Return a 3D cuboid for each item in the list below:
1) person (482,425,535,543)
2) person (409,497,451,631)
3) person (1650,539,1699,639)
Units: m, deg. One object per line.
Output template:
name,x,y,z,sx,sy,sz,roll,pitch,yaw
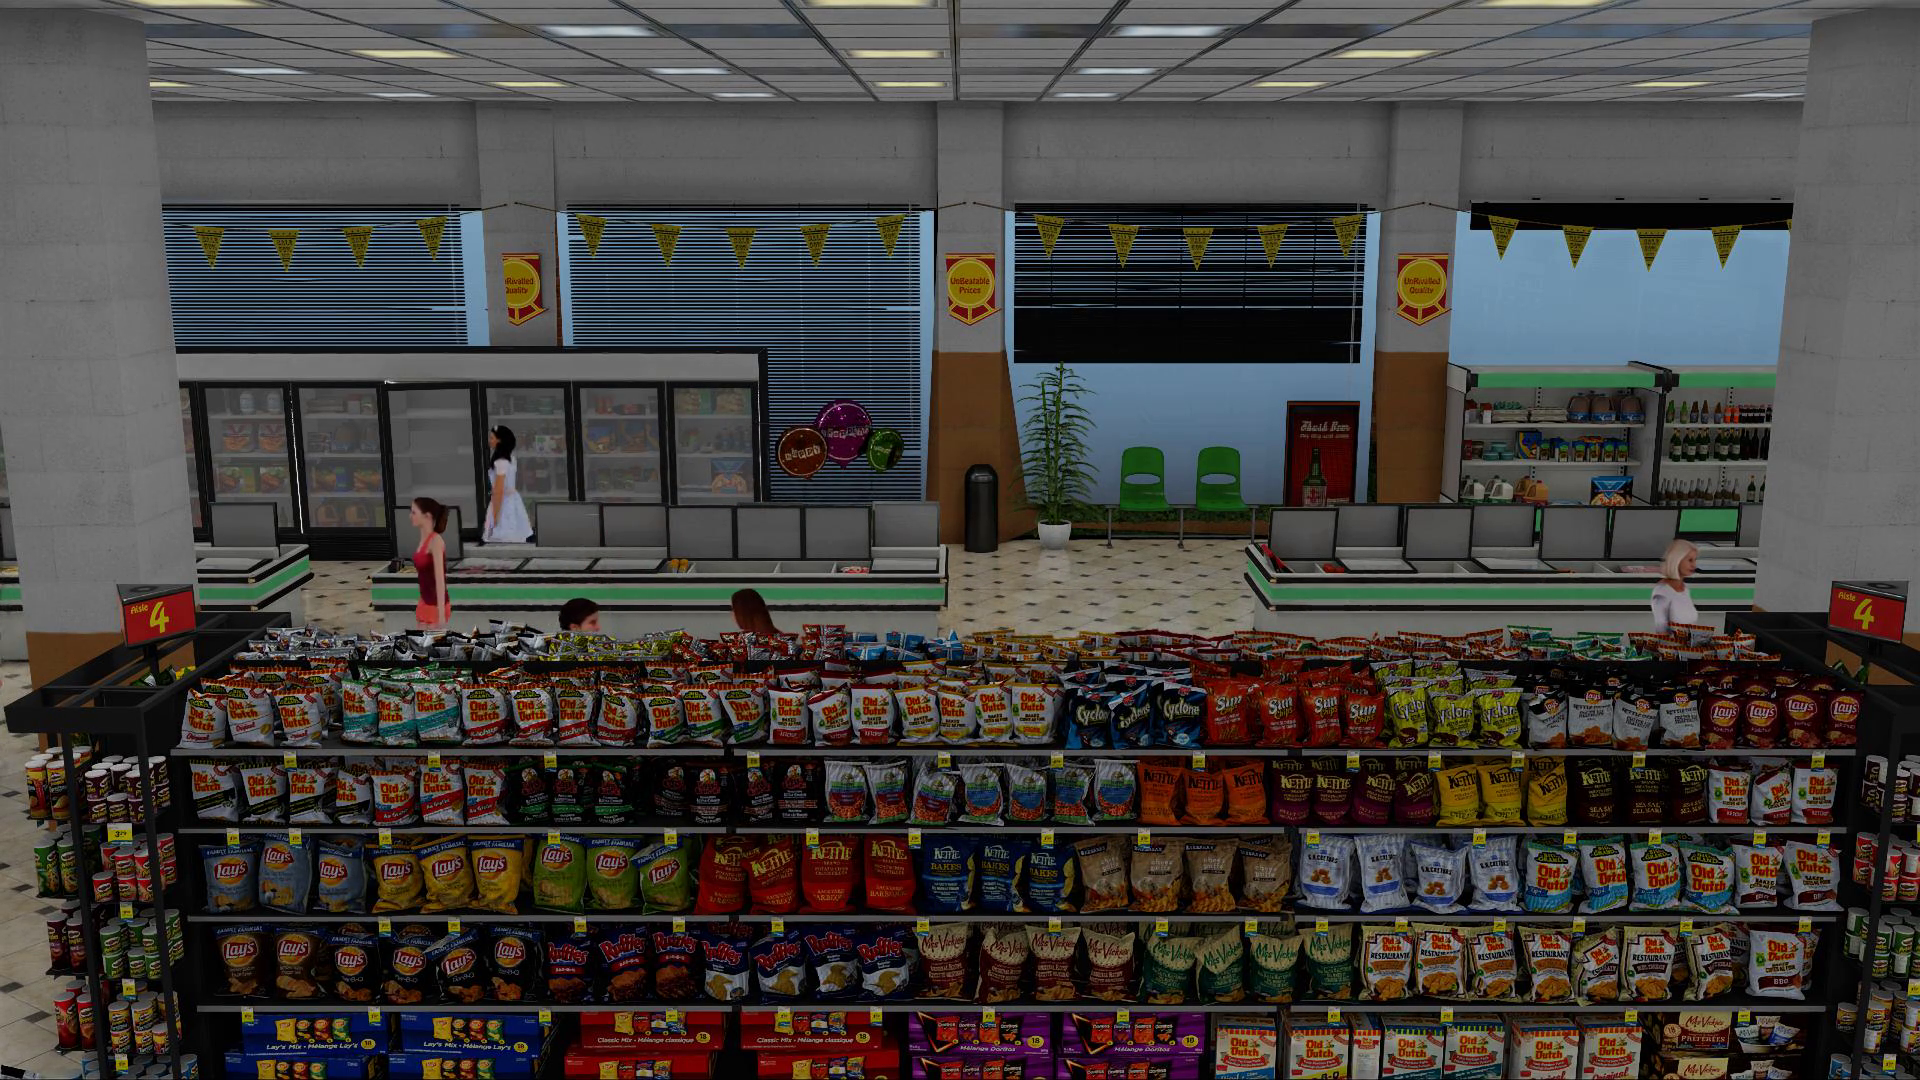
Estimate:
person,-4.324,-0.217,16.231,0.862,1.805,0.727,-2,12,-8
person,-3.988,0.525,12.865,0.826,1.740,0.739,-6,14,-28
person,4.802,0.844,11.328,0.692,1.750,0.637,11,16,42
